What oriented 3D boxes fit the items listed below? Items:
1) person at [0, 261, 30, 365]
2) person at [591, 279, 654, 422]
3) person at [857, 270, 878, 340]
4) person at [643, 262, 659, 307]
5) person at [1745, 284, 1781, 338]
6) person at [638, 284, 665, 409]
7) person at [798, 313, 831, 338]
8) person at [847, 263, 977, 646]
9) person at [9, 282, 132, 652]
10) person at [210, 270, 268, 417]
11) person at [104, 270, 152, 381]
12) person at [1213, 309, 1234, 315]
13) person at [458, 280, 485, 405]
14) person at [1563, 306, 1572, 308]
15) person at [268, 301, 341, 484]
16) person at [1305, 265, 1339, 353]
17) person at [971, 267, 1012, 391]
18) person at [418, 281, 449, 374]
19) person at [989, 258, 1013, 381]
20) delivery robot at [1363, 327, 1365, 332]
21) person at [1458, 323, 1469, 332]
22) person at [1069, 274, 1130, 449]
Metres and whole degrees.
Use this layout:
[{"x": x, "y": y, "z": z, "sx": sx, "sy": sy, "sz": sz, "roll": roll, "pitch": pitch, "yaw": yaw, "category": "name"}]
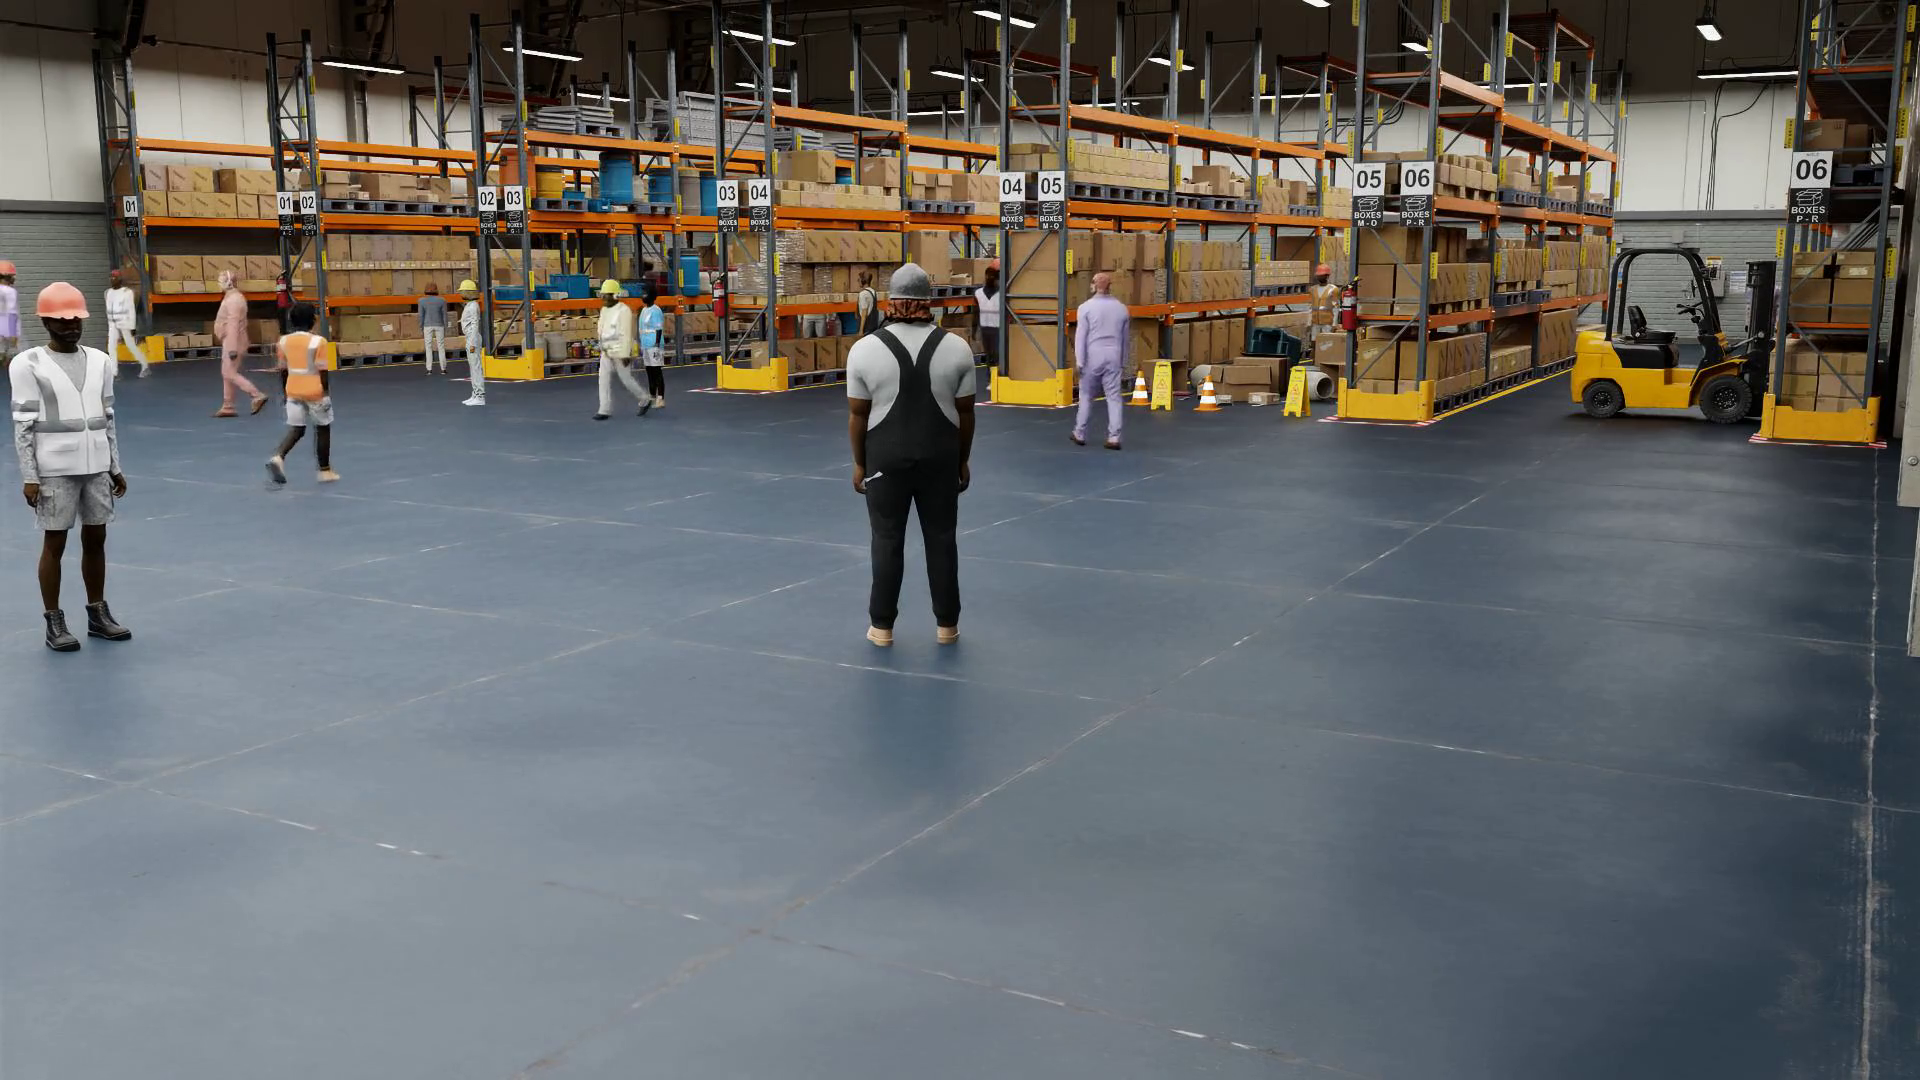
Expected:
[{"x": -13.987, "y": -3.069, "z": 24.329, "sx": 0.620, "sy": 2.007, "sz": 1.017, "roll": 6, "pitch": 12, "yaw": 33, "category": "person"}, {"x": -4.286, "y": -2.400, "z": 21.026, "sx": 0.589, "sy": 1.803, "sz": 0.845, "roll": 9, "pitch": 13, "yaw": 42, "category": "person"}, {"x": -1.484, "y": -3.347, "z": 26.407, "sx": 0.332, "sy": 1.844, "sz": 0.518, "roll": 4, "pitch": 10, "yaw": 20, "category": "person"}, {"x": -6.880, "y": -5.231, "z": 37.122, "sx": 0.634, "sy": 1.947, "sz": 0.657, "roll": 5, "pitch": 11, "yaw": 27, "category": "person"}, {"x": 13.922, "y": -3.794, "z": 28.825, "sx": 0.582, "sy": 1.918, "sz": 0.405, "roll": 5, "pitch": 11, "yaw": 25, "category": "person"}, {"x": -4.209, "y": -2.637, "z": 22.683, "sx": 0.318, "sy": 1.697, "sz": 0.536, "roll": -7, "pitch": 12, "yaw": -34, "category": "person"}, {"x": -2.580, "y": -3.920, "z": 29.536, "sx": 0.625, "sy": 1.931, "sz": 0.375, "roll": 0, "pitch": 10, "yaw": -1, "category": "person"}, {"x": -0.269, "y": -0.453, "z": 8.893, "sx": 0.683, "sy": 2.000, "sz": 0.538, "roll": -1, "pitch": 10, "yaw": -8, "category": "person"}, {"x": -4.686, "y": -0.388, "z": 8.814, "sx": 0.373, "sy": 1.934, "sz": 0.551, "roll": 6, "pitch": 11, "yaw": 31, "category": "person"}, {"x": -9.320, "y": -2.503, "z": 21.327, "sx": 0.661, "sy": 1.893, "sz": 0.666, "roll": -3, "pitch": 10, "yaw": -18, "category": "person"}, {"x": -14.034, "y": -3.607, "z": 27.927, "sx": 0.584, "sy": 1.856, "sz": 0.892, "roll": 3, "pitch": 10, "yaw": 15, "category": "person"}, {"x": 5.610, "y": -4.732, "z": 35.216, "sx": 0.541, "sy": 1.591, "sz": 0.831, "roll": 8, "pitch": 12, "yaw": 38, "category": "person"}, {"x": -6.833, "y": -2.754, "z": 23.234, "sx": 0.295, "sy": 1.744, "sz": 0.488, "roll": -4, "pitch": 11, "yaw": -23, "category": "person"}, {"x": 13.436, "y": -5.129, "z": 36.954, "sx": 0.539, "sy": 1.817, "sz": 1.000, "roll": -3, "pitch": 10, "yaw": -20, "category": "person"}, {"x": -5.937, "y": -1.312, "z": 14.998, "sx": 0.539, "sy": 1.676, "sz": 0.695, "roll": 3, "pitch": 10, "yaw": 17, "category": "person"}, {"x": 6.137, "y": -3.684, "z": 28.187, "sx": 0.391, "sy": 1.921, "sz": 0.580, "roll": -9, "pitch": 13, "yaw": -43, "category": "person"}, {"x": 0.440, "y": -3.235, "z": 25.579, "sx": 0.622, "sy": 1.897, "sz": 0.728, "roll": 4, "pitch": 11, "yaw": 24, "category": "person"}, {"x": -9.247, "y": -3.722, "z": 29.218, "sx": 0.507, "sy": 1.633, "sz": 0.277, "roll": -4, "pitch": 10, "yaw": -21, "category": "person"}, {"x": 0.671, "y": -3.566, "z": 27.139, "sx": 0.391, "sy": 2.034, "sz": 0.605, "roll": -1, "pitch": 10, "yaw": -6, "category": "person"}, {"x": 9.256, "y": -4.665, "z": 37.619, "sx": 0.707, "sy": 0.478, "sz": 0.477, "roll": 0, "pitch": 10, "yaw": 0, "category": "delivery robot"}, {"x": 10.896, "y": -5.043, "z": 36.121, "sx": 0.558, "sy": 1.912, "sz": 0.485, "roll": 6, "pitch": 12, "yaw": 33, "category": "person"}, {"x": 1.501, "y": -1.934, "z": 18.046, "sx": 0.679, "sy": 1.871, "sz": 0.936, "roll": -4, "pitch": 10, "yaw": -21, "category": "person"}]
